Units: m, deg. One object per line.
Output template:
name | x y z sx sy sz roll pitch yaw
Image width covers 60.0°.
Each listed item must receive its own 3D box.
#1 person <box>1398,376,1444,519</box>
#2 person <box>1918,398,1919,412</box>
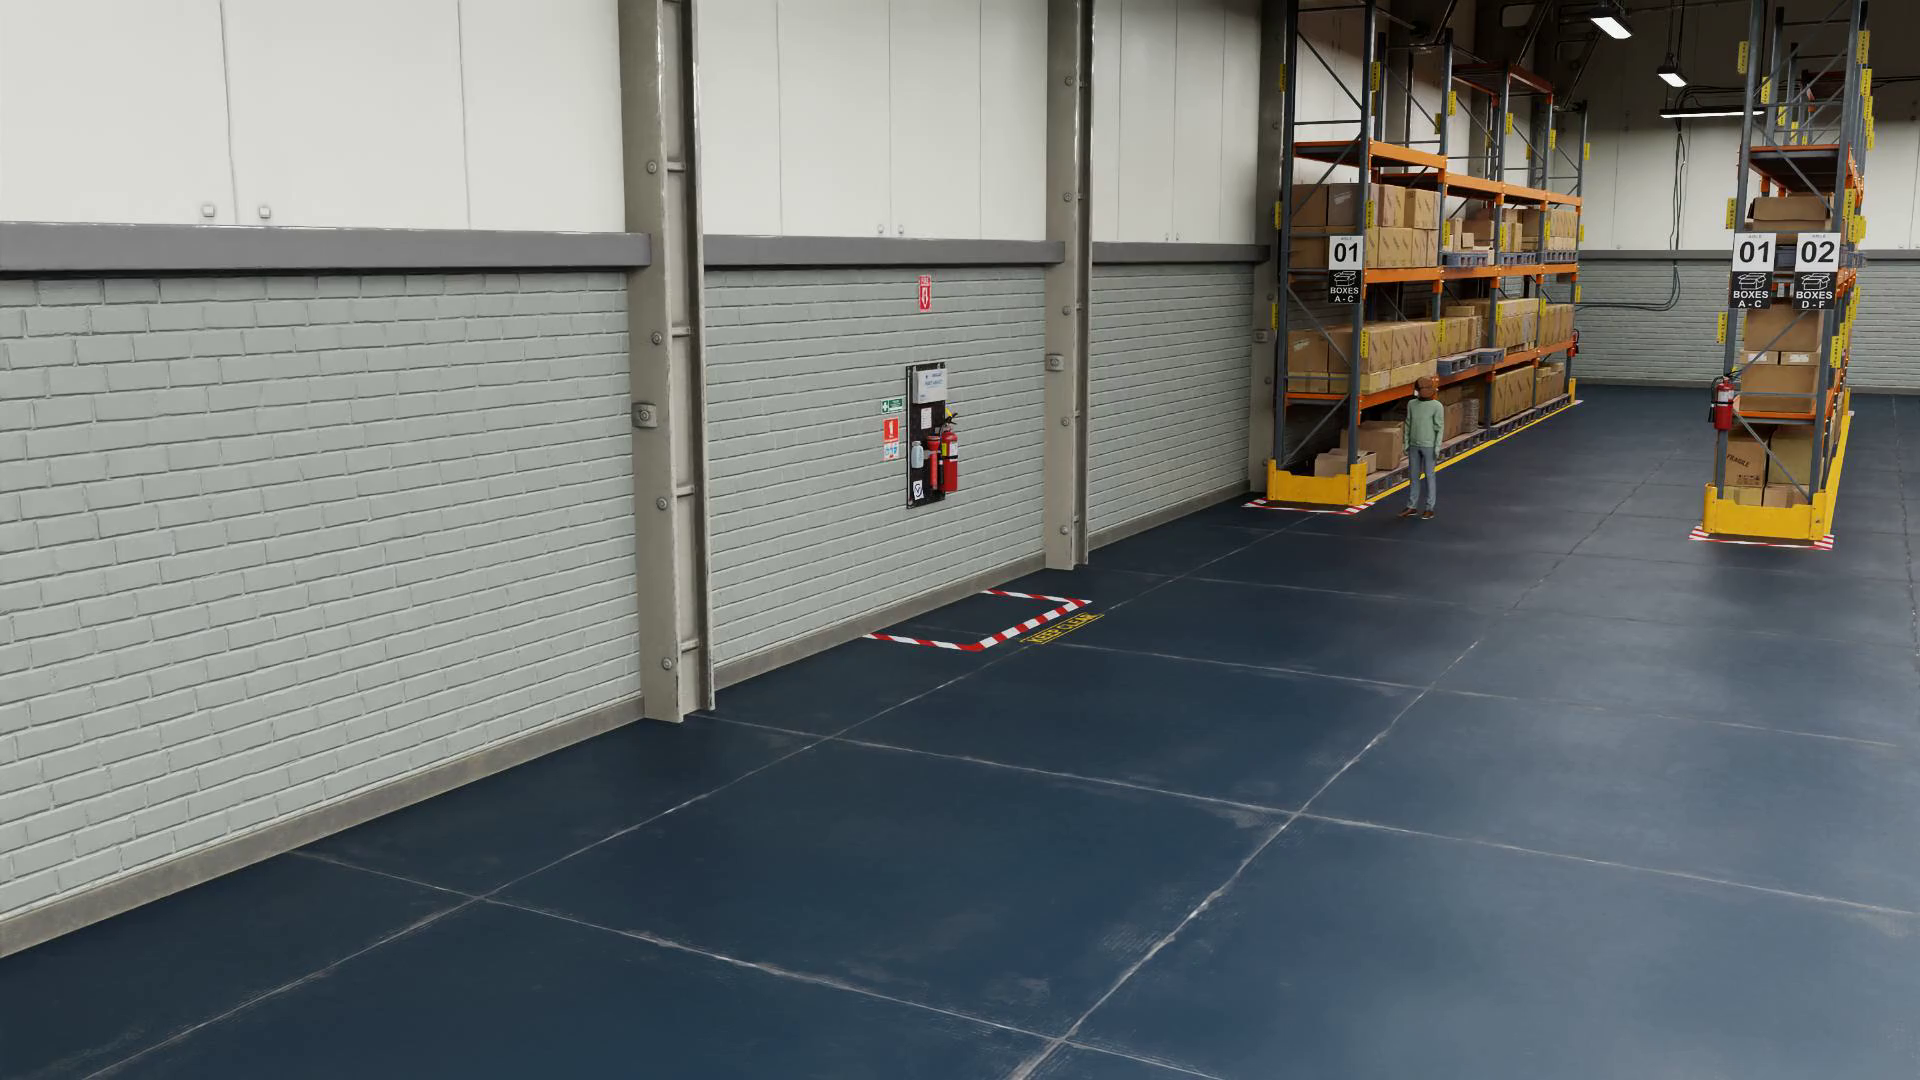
person | 5.289 -1.058 19.027 0.286 1.632 0.501 -7 12 -36
person | 14.044 -1.981 23.818 0.554 1.838 0.859 5 11 28
